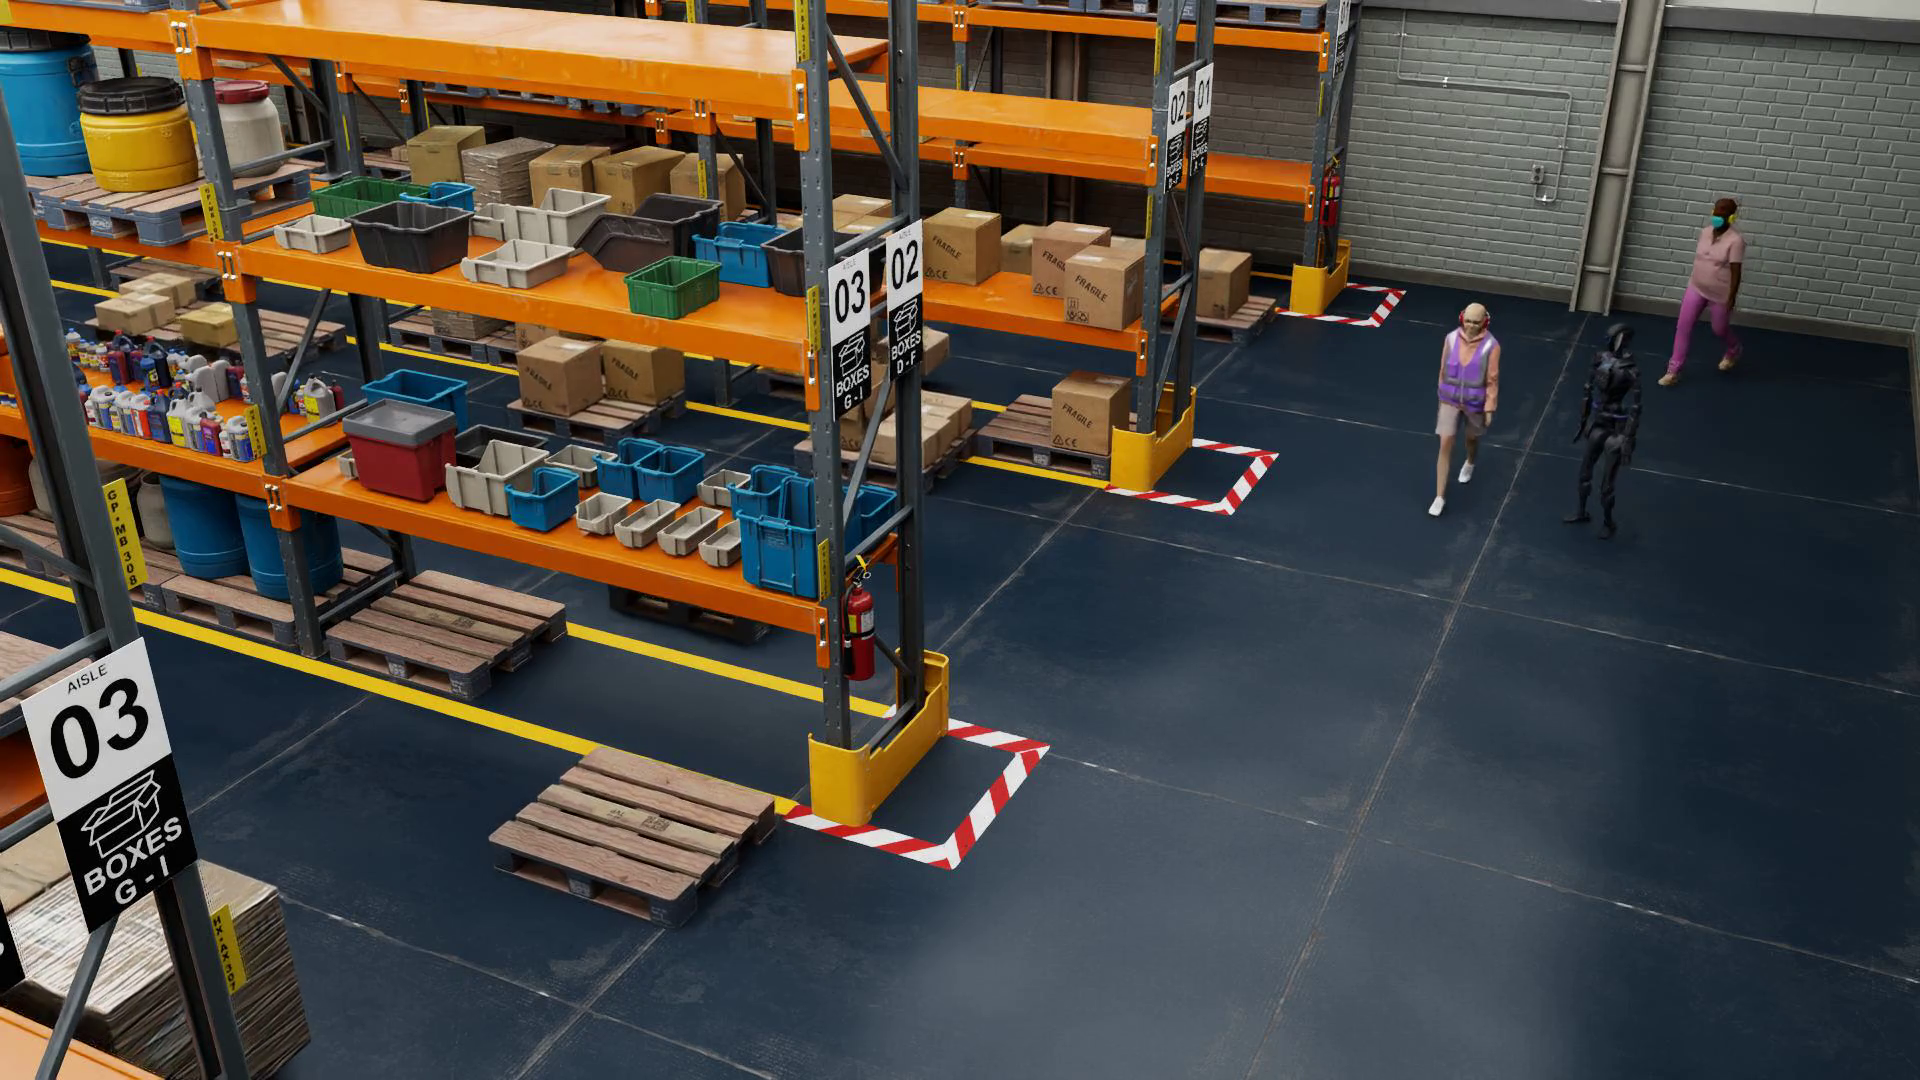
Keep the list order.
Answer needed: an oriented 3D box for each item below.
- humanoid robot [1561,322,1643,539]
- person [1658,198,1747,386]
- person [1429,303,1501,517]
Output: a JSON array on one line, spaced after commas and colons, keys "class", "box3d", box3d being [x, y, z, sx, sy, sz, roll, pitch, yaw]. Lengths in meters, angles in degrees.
[{"class": "humanoid robot", "box3d": [4.837, -0.822, 12.374, 0.312, 1.647, 0.599, -10, 28, -19]}, {"class": "person", "box3d": [6.972, -2.302, 15.293, 0.897, 1.761, 0.521, -17, 31, -31]}, {"class": "person", "box3d": [3.959, -1.083, 12.947, 0.489, 1.644, 0.924, 13, 29, 24]}]
